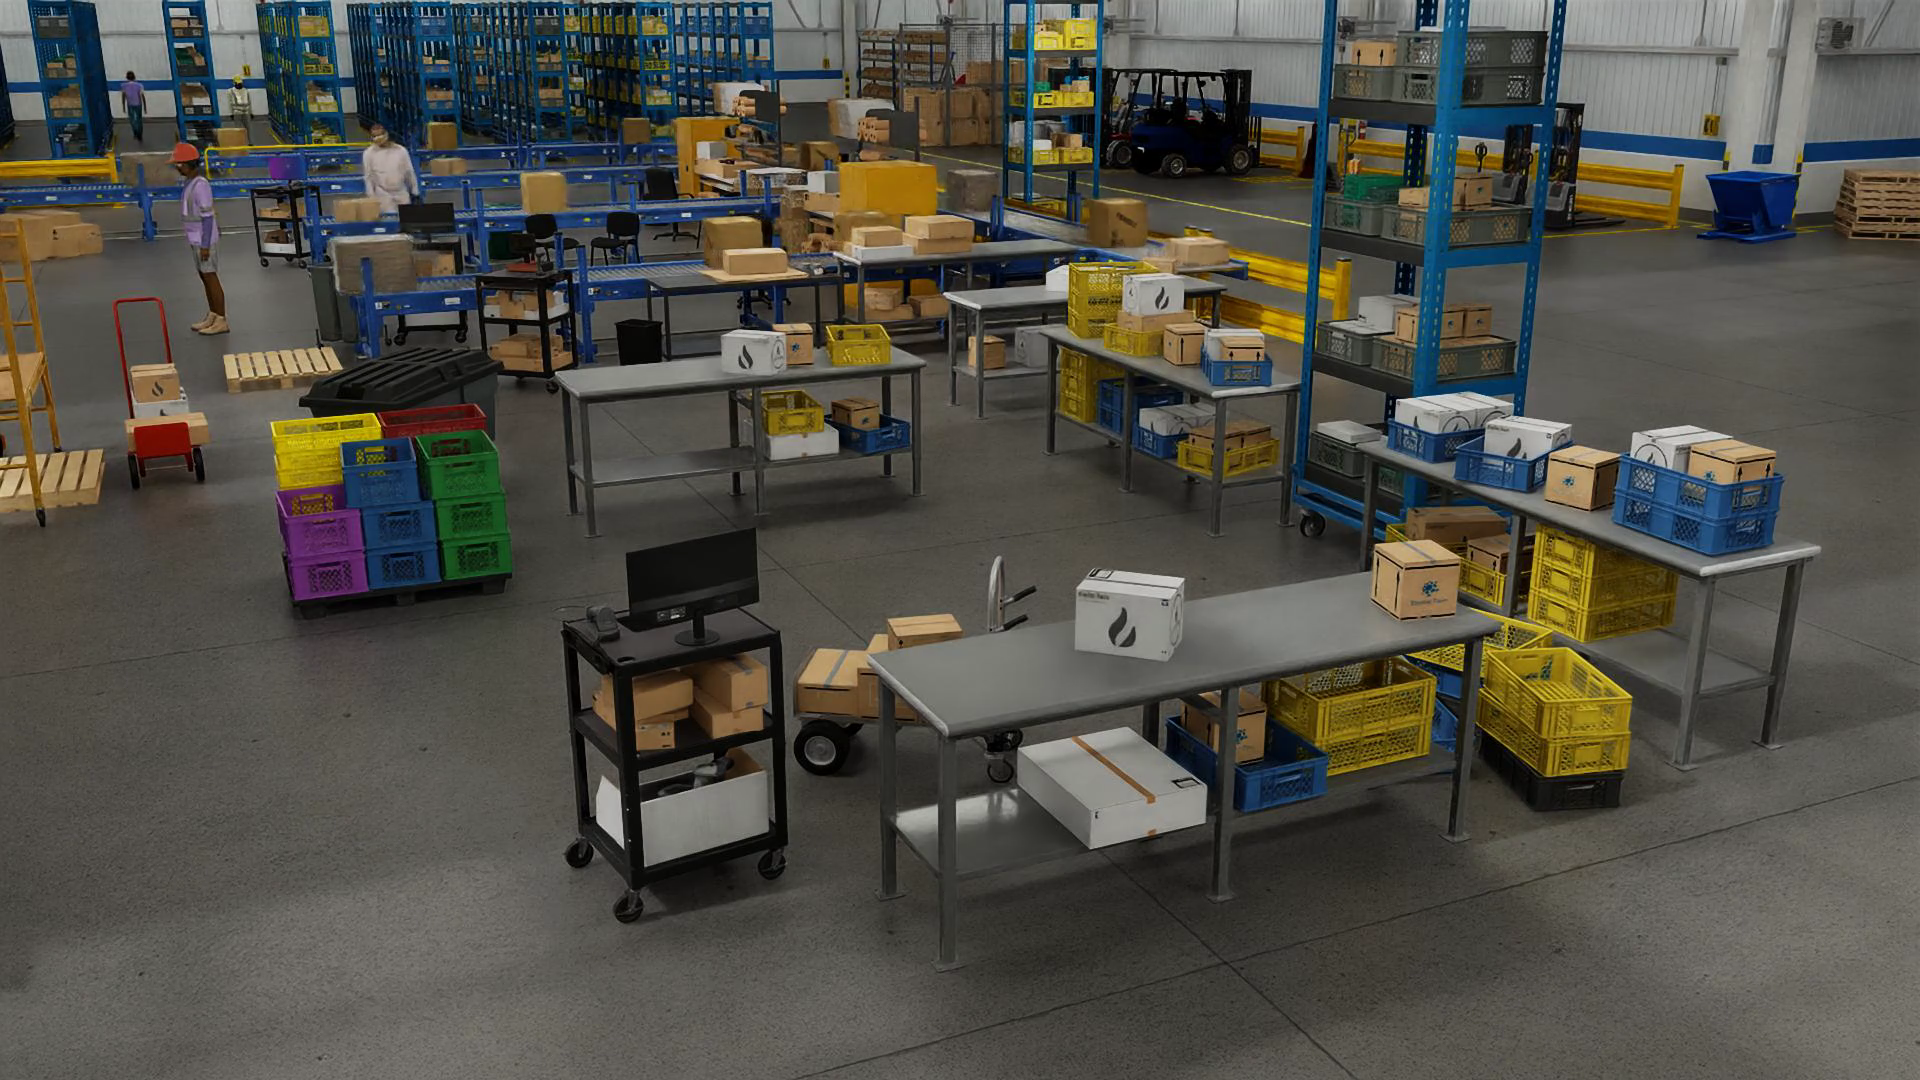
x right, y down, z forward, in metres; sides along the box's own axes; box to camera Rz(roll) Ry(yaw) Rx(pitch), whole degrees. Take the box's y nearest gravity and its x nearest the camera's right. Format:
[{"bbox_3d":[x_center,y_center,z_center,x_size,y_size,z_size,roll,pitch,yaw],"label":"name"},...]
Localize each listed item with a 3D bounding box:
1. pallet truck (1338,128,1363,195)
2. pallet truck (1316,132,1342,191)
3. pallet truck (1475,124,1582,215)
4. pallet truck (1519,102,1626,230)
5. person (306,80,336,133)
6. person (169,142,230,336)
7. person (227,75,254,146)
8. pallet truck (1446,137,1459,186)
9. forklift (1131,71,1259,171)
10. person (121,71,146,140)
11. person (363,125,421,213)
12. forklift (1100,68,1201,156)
[{"bbox_3d":[7.845,-7.140,31.411,1.522,1.261,0.704,-9,20,-25],"label":"pallet truck"},{"bbox_3d":[7.723,-7.504,32.656,1.601,1.201,0.680,-8,19,-23],"label":"pallet truck"},{"bbox_3d":[9.707,-6.455,28.103,1.885,1.965,0.823,-7,19,-20],"label":"pallet truck"},{"bbox_3d":[9.972,-6.037,26.785,1.885,1.965,0.823,-9,20,-25],"label":"pallet truck"},{"bbox_3d":[-16.922,-11.500,44.070,0.719,1.953,0.432,2,18,7],"label":"person"},{"bbox_3d":[-8.161,-3.221,17.841,0.376,2.043,0.605,-12,21,-33],"label":"person"},{"bbox_3d":[-18.292,-10.892,42.349,0.404,1.830,0.599,16,24,41],"label":"person"},{"bbox_3d":[9.184,-6.485,29.328,1.630,1.274,0.653,-8,19,-23],"label":"pallet truck"},{"bbox_3d":[4.998,-8.936,35.413,2.680,1.987,1.157,-9,20,-25],"label":"forklift"},{"bbox_3d":[-22.532,-11.857,45.384,0.605,1.828,0.490,-10,20,-30],"label":"person"},{"bbox_3d":[-7.925,-4.845,23.252,0.696,1.869,0.592,-8,19,-25],"label":"person"},{"bbox_3d":[4.082,-9.564,37.410,2.680,1.987,1.157,-8,19,-23],"label":"forklift"}]
